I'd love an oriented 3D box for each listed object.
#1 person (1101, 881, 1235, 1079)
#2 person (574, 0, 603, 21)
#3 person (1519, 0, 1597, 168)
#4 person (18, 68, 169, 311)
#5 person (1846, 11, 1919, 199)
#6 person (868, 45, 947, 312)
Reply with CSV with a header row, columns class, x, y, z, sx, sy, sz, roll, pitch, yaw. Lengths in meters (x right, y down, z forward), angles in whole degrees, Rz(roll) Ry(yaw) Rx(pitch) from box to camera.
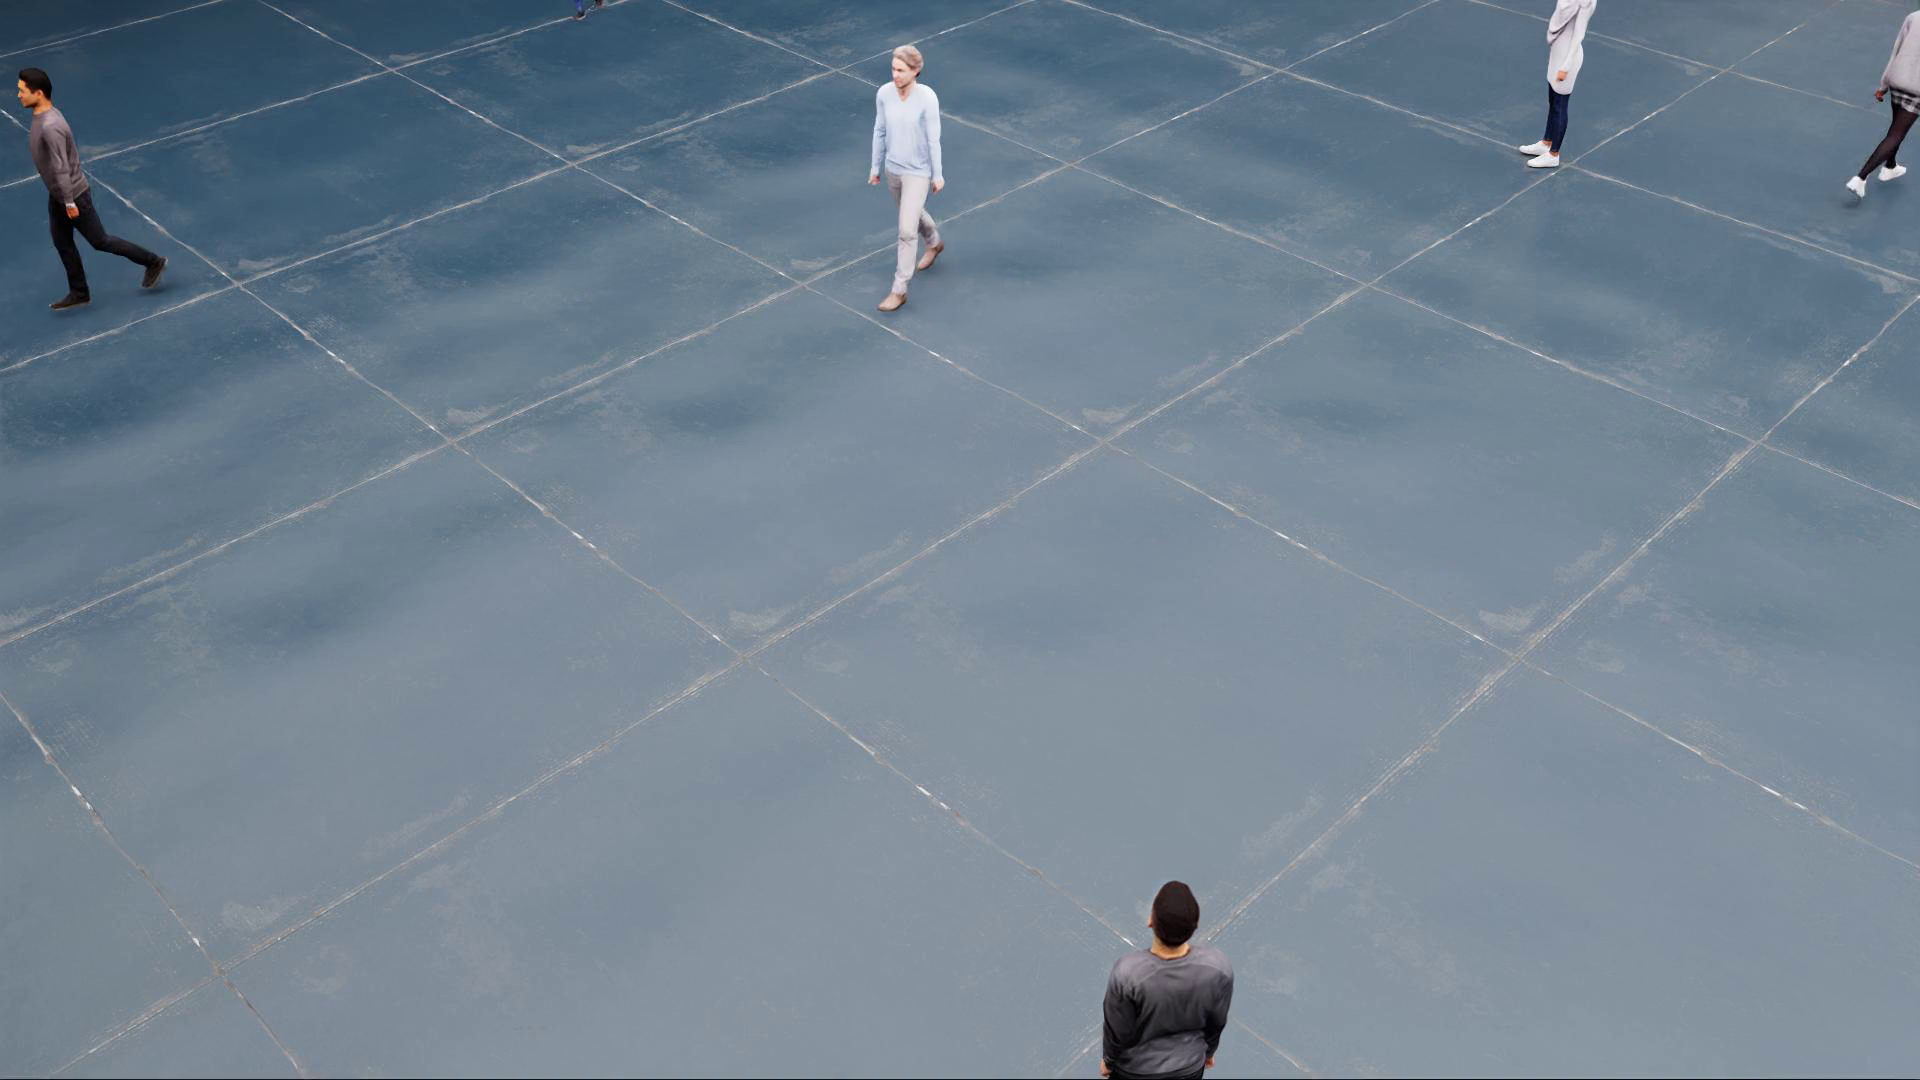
class,x,y,z,sx,sy,sz,roll,pitch,yaw
person,0.724,1.873,6.047,0.665,1.761,0.763,-6,38,-8
person,-3.810,-5.823,16.714,0.647,1.102,0.765,8,38,11
person,4.996,-3.959,13.707,0.744,1.775,0.668,2,37,3
person,-6.212,-2.472,11.781,0.762,1.738,1.120,-31,47,-34
person,7.486,-3.541,13.190,1.221,1.735,0.813,-21,42,-25
person,-0.317,-2.648,11.920,0.873,1.851,1.304,21,42,26
